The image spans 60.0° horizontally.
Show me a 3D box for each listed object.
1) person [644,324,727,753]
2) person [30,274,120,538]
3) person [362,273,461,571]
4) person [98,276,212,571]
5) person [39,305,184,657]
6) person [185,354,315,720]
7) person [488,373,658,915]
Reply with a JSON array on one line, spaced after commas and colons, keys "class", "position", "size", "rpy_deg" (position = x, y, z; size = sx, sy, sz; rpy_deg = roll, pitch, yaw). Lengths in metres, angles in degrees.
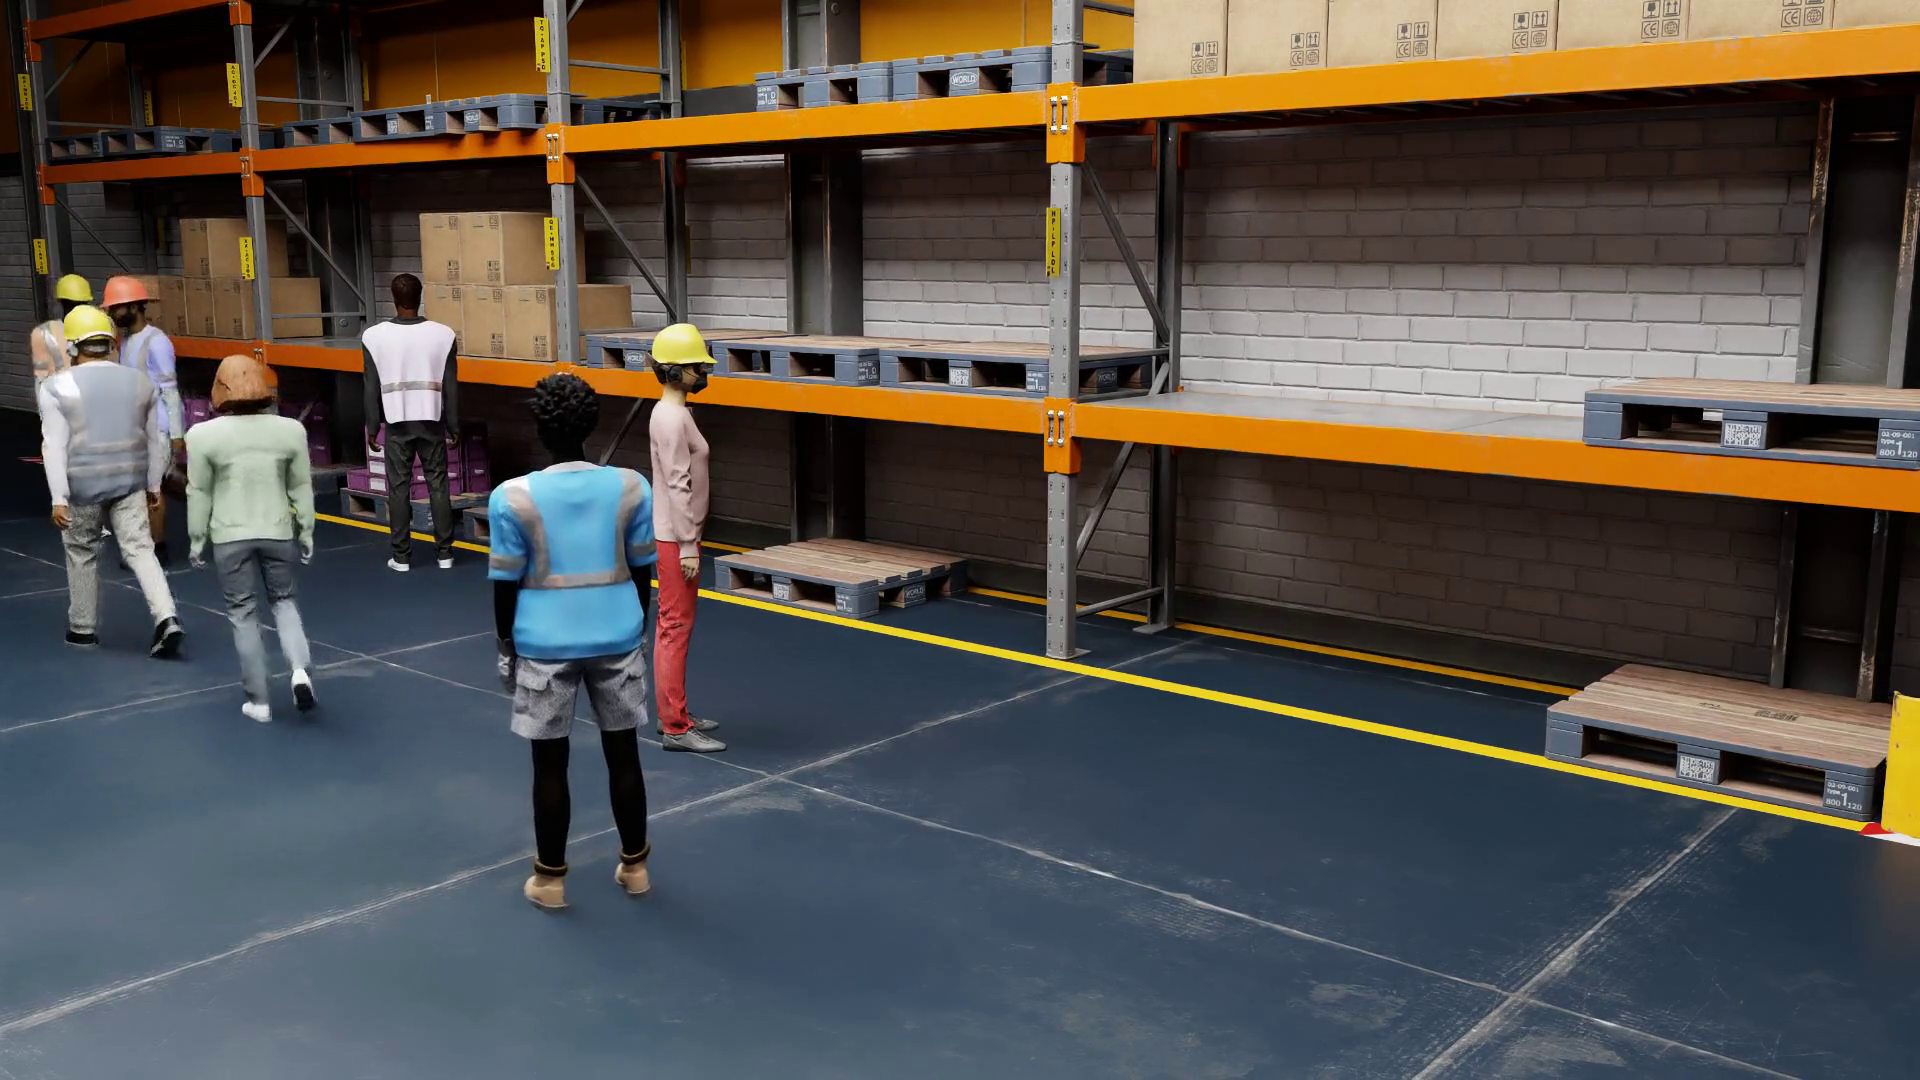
[{"class": "person", "position": [-1.148, -0.007, 6.906], "size": [0.308, 1.769, 0.525], "rpy_deg": [-2, 10, -12]}, {"class": "person", "position": [-6.457, -0.990, 12.153], "size": [0.863, 1.899, 0.591], "rpy_deg": [8, 13, 39]}, {"class": "person", "position": [-3.517, -0.750, 10.724], "size": [0.594, 1.915, 0.378], "rpy_deg": [-4, 11, -22]}, {"class": "person", "position": [-5.173, -0.776, 10.897], "size": [0.593, 1.904, 0.748], "rpy_deg": [9, 14, 43]}, {"class": "person", "position": [-4.312, -0.291, 8.451], "size": [0.882, 1.801, 0.606], "rpy_deg": [8, 13, 39]}, {"class": "person", "position": [-3.076, 0.004, 7.255], "size": [0.504, 1.618, 0.392], "rpy_deg": [-7, 12, -36]}, {"class": "person", "position": [-1.195, 0.329, 5.210], "size": [0.541, 1.696, 0.319], "rpy_deg": [-5, 11, -27]}]
